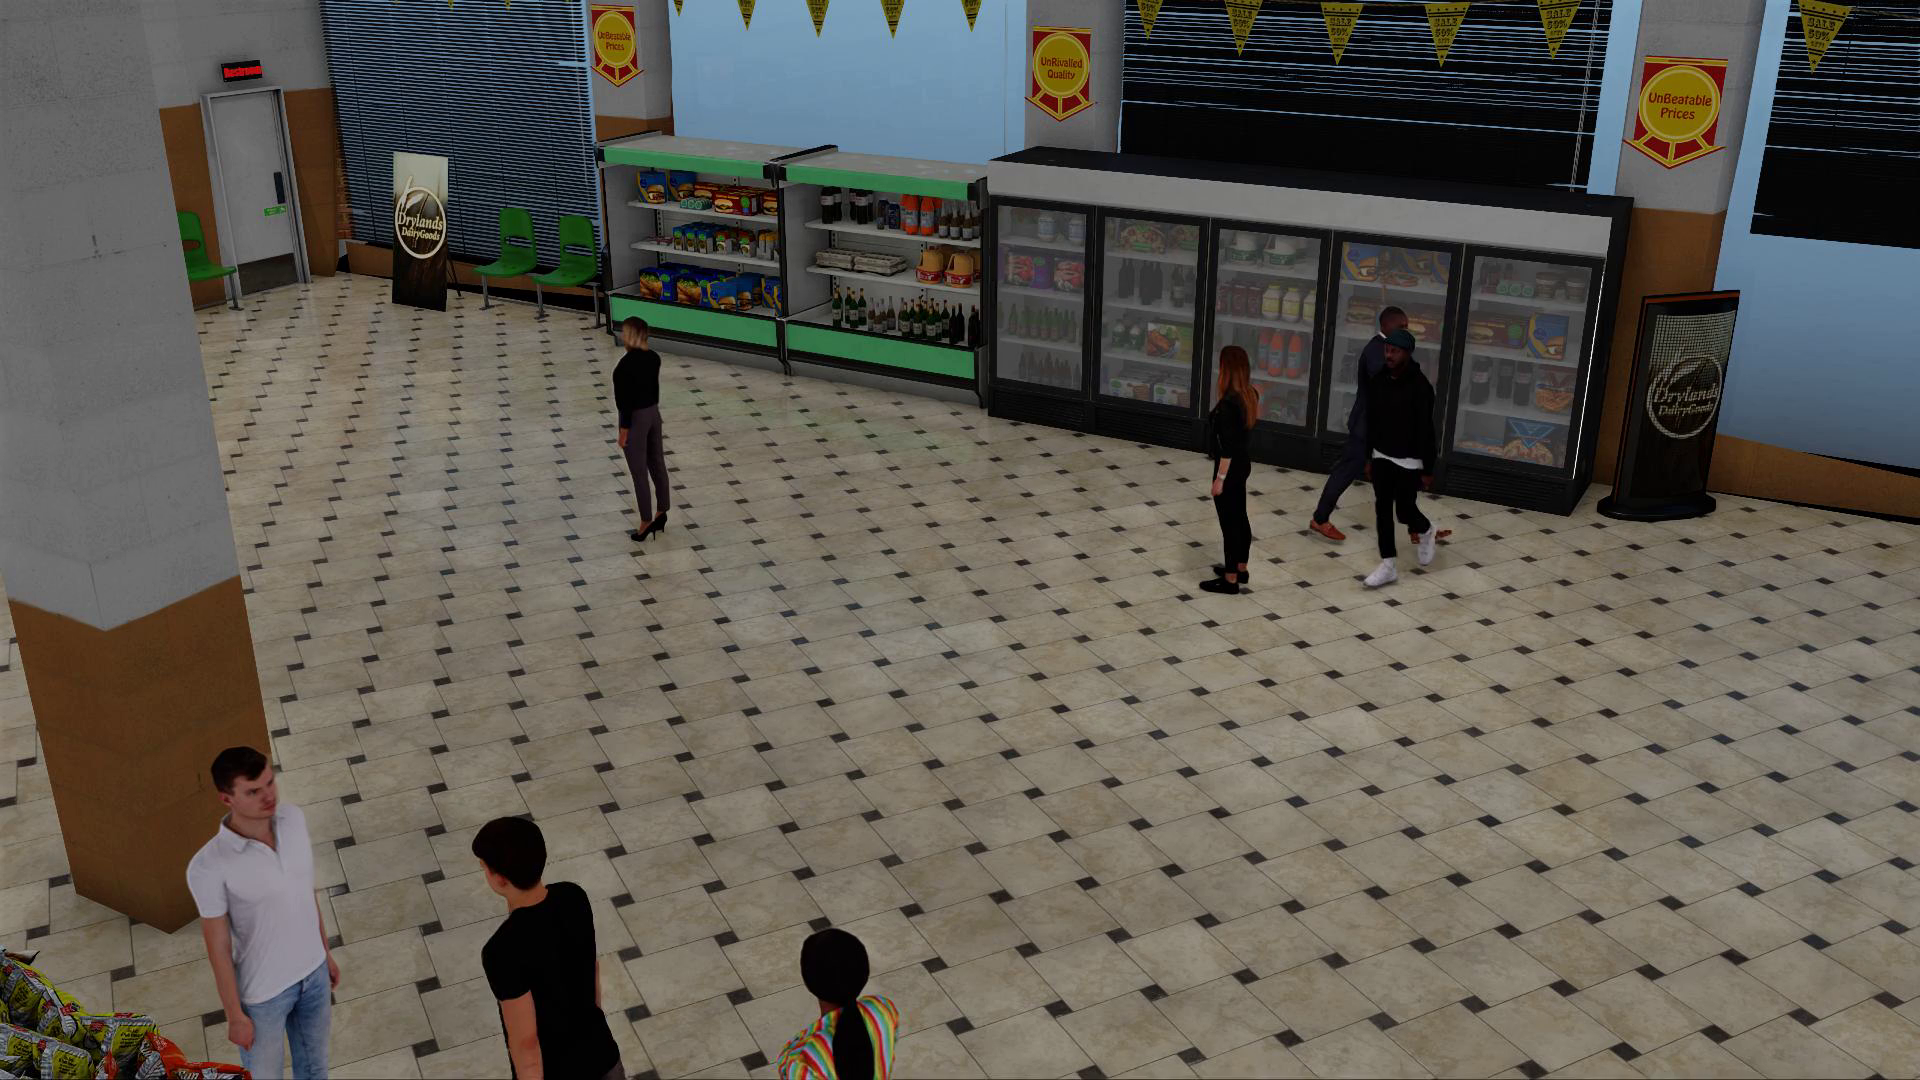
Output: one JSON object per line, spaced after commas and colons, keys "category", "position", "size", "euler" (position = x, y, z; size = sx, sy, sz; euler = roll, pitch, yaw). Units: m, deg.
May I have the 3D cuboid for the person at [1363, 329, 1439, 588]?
{"category": "person", "position": [3.032, -0.564, 11.309], "size": [0.970, 1.794, 1.004], "euler": [-14, 26, -32]}

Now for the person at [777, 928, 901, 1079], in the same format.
{"category": "person", "position": [-0.349, 1.949, 5.056], "size": [0.598, 1.793, 0.645], "euler": [18, 28, 38]}

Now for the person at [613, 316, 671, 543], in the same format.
{"category": "person", "position": [-2.304, -0.808, 12.081], "size": [0.537, 1.671, 0.606], "euler": [10, 24, 24]}

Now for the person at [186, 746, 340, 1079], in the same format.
{"category": "person", "position": [-2.442, 1.563, 5.939], "size": [0.586, 1.851, 0.675], "euler": [8, 23, 20]}

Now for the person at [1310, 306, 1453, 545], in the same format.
{"category": "person", "position": [2.857, -0.779, 11.880], "size": [1.229, 1.767, 0.712], "euler": [11, 24, 25]}

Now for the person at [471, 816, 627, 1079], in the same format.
{"category": "person", "position": [-1.235, 1.774, 5.455], "size": [1.043, 1.819, 0.751], "euler": [11, 24, 25]}

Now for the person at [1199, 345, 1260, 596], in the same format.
{"category": "person", "position": [1.844, -0.474, 11.201], "size": [0.514, 1.708, 0.603], "euler": [12, 25, 27]}
